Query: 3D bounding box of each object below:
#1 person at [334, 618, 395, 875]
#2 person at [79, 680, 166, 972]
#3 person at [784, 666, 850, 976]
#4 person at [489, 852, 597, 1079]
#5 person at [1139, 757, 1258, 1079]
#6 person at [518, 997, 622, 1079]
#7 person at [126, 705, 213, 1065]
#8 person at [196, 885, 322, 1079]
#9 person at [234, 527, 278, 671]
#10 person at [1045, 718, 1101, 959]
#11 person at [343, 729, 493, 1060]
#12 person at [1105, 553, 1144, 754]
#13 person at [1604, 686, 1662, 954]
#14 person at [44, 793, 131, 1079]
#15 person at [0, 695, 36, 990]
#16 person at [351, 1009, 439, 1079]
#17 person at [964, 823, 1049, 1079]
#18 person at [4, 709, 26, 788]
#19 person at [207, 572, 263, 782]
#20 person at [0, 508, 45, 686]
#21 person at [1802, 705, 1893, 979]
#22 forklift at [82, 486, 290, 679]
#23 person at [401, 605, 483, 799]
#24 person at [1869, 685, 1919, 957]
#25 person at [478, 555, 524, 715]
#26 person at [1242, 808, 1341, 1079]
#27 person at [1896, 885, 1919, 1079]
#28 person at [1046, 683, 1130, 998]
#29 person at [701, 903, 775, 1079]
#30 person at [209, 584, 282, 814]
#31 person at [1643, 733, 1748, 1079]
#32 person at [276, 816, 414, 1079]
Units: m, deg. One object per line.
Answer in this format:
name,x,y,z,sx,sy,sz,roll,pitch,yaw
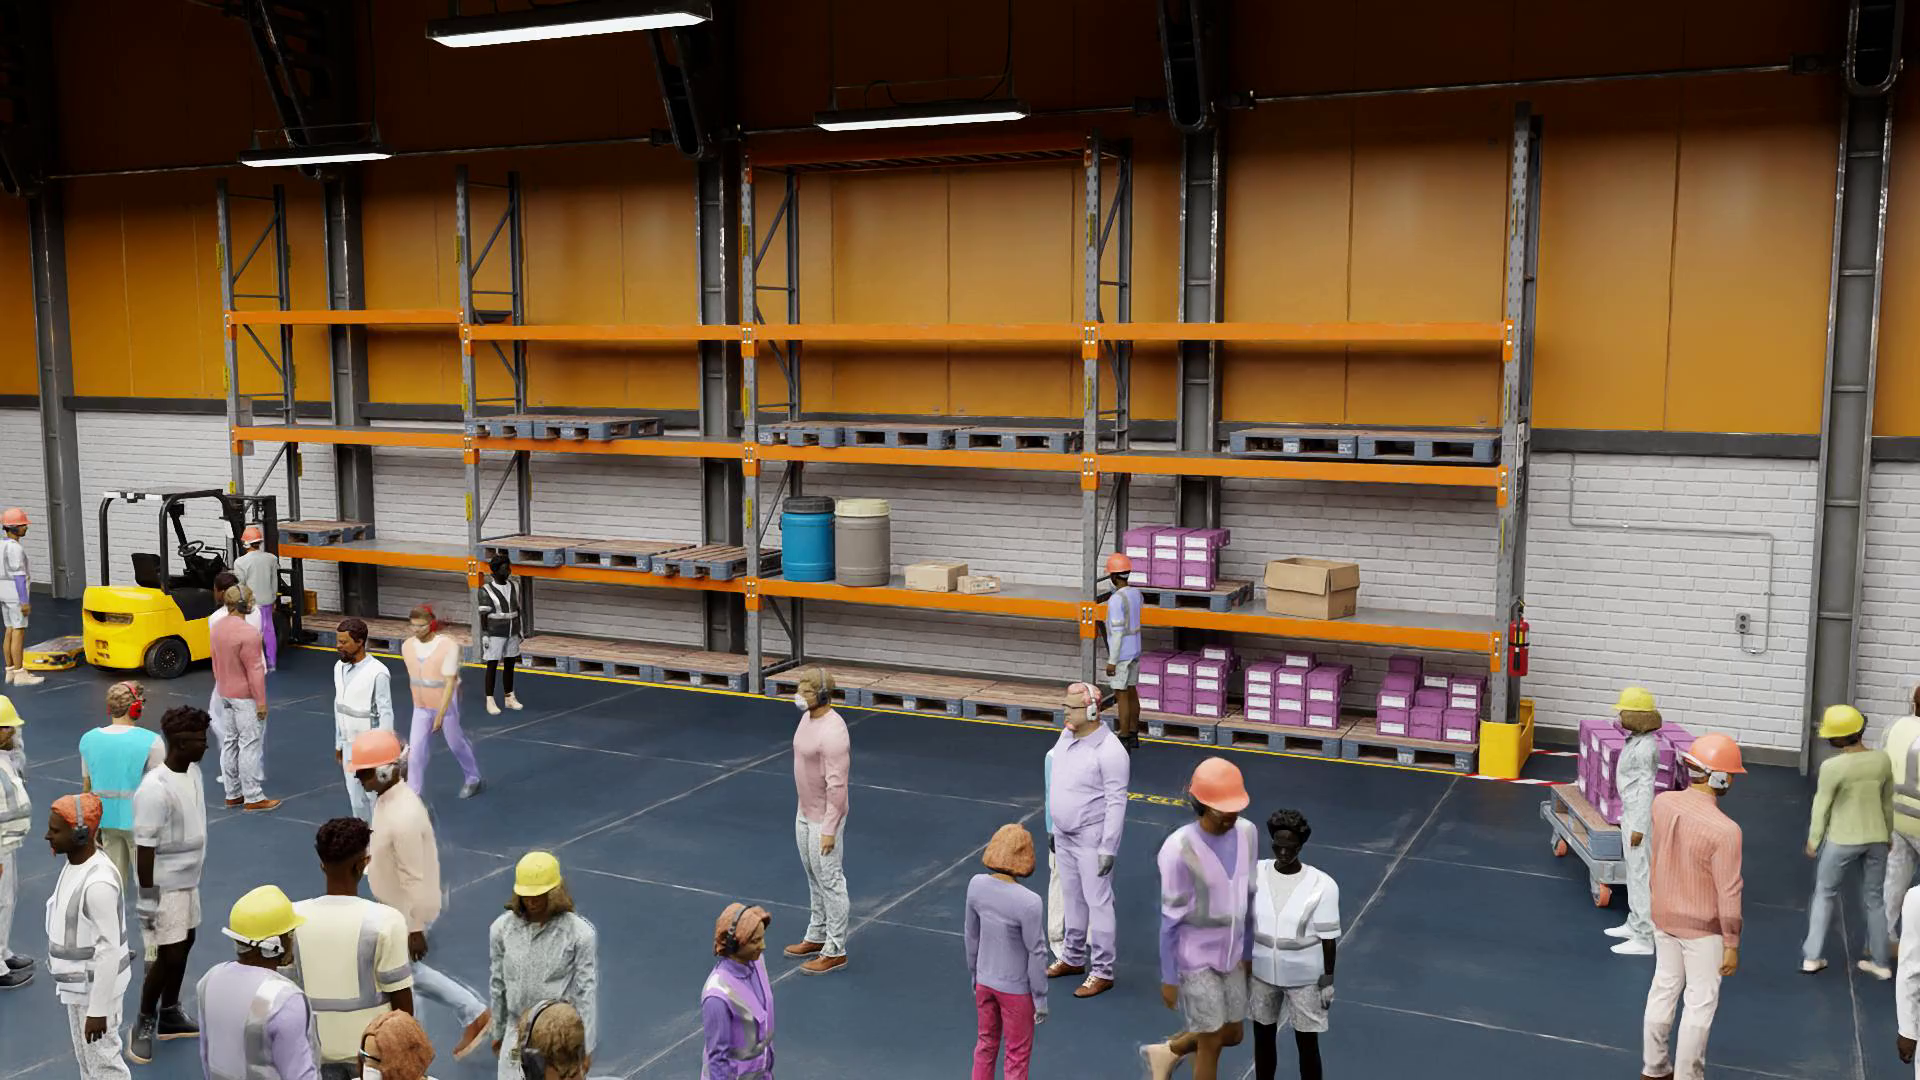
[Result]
person,-4.455,1.526,12.446,0.591,1.917,0.379,5,9,36
person,-5.226,1.803,10.459,0.565,1.846,0.390,1,7,7
person,-0.891,1.752,10.497,0.372,1.940,0.631,-3,8,-24
person,-1.875,2.229,7.397,0.518,1.717,0.611,0,7,3
person,1.161,2.003,8.162,0.612,2.015,0.693,-5,9,-36
person,-1.248,2.394,5.261,0.386,1.928,0.641,4,8,28
person,-4.433,1.892,9.309,0.486,1.944,0.660,0,7,-2
person,-2.746,2.274,6.613,0.592,1.834,0.404,4,8,33
person,-8.390,0.714,19.813,0.320,1.755,0.563,4,8,31
person,0.761,1.871,10.746,0.511,1.640,0.308,-5,8,-34
person,-2.876,1.940,8.852,0.704,1.965,0.669,-3,8,-27
person,1.546,1.090,15.999,0.376,1.932,0.543,4,8,30
person,4.381,1.810,10.826,0.321,1.741,0.492,2,7,15
person,-4.085,2.108,7.791,0.355,1.882,0.575,-6,9,-40
person,-5.916,1.849,10.208,0.403,1.817,0.602,-3,8,-26
person,-1.986,2.457,5.926,0.501,1.631,0.285,1,7,6
person,0.234,2.190,8.132,0.267,1.631,0.507,-6,9,-43
person,-6.928,1.754,11.811,0.566,1.608,0.564,4,8,27
person,-6.498,1.233,14.943,0.471,1.902,0.605,3,7,22
person,-10.846,0.653,19.146,0.389,2.045,0.606,-7,10,-44
person,5.568,1.878,10.356,0.568,1.727,0.330,-1,7,-8
forklift,-9.426,0.454,20.179,1.214,2.155,2.313,3,8,26
person,-4.408,1.405,14.070,0.558,1.788,1.025,2,7,17
person,6.176,1.801,10.582,0.668,1.816,0.654,0,7,3
person,-4.875,0.998,17.714,0.316,1.696,0.542,5,9,36
person,1.614,2.150,8.251,0.539,1.693,0.321,4,8,30
person,4.443,2.159,7.364,0.582,1.882,0.351,0,7,1
person,0.738,1.810,10.150,0.406,1.911,0.636,-4,8,-30
person,-0.940,2.325,7.041,0.313,1.631,0.525,2,7,13
person,-6.041,1.327,14.008,0.630,1.940,0.373,5,8,35
person,3.799,1.967,8.571,0.411,1.980,0.626,-2,7,-16
person,-2.611,2.146,7.128,0.602,1.966,0.368,1,7,5
